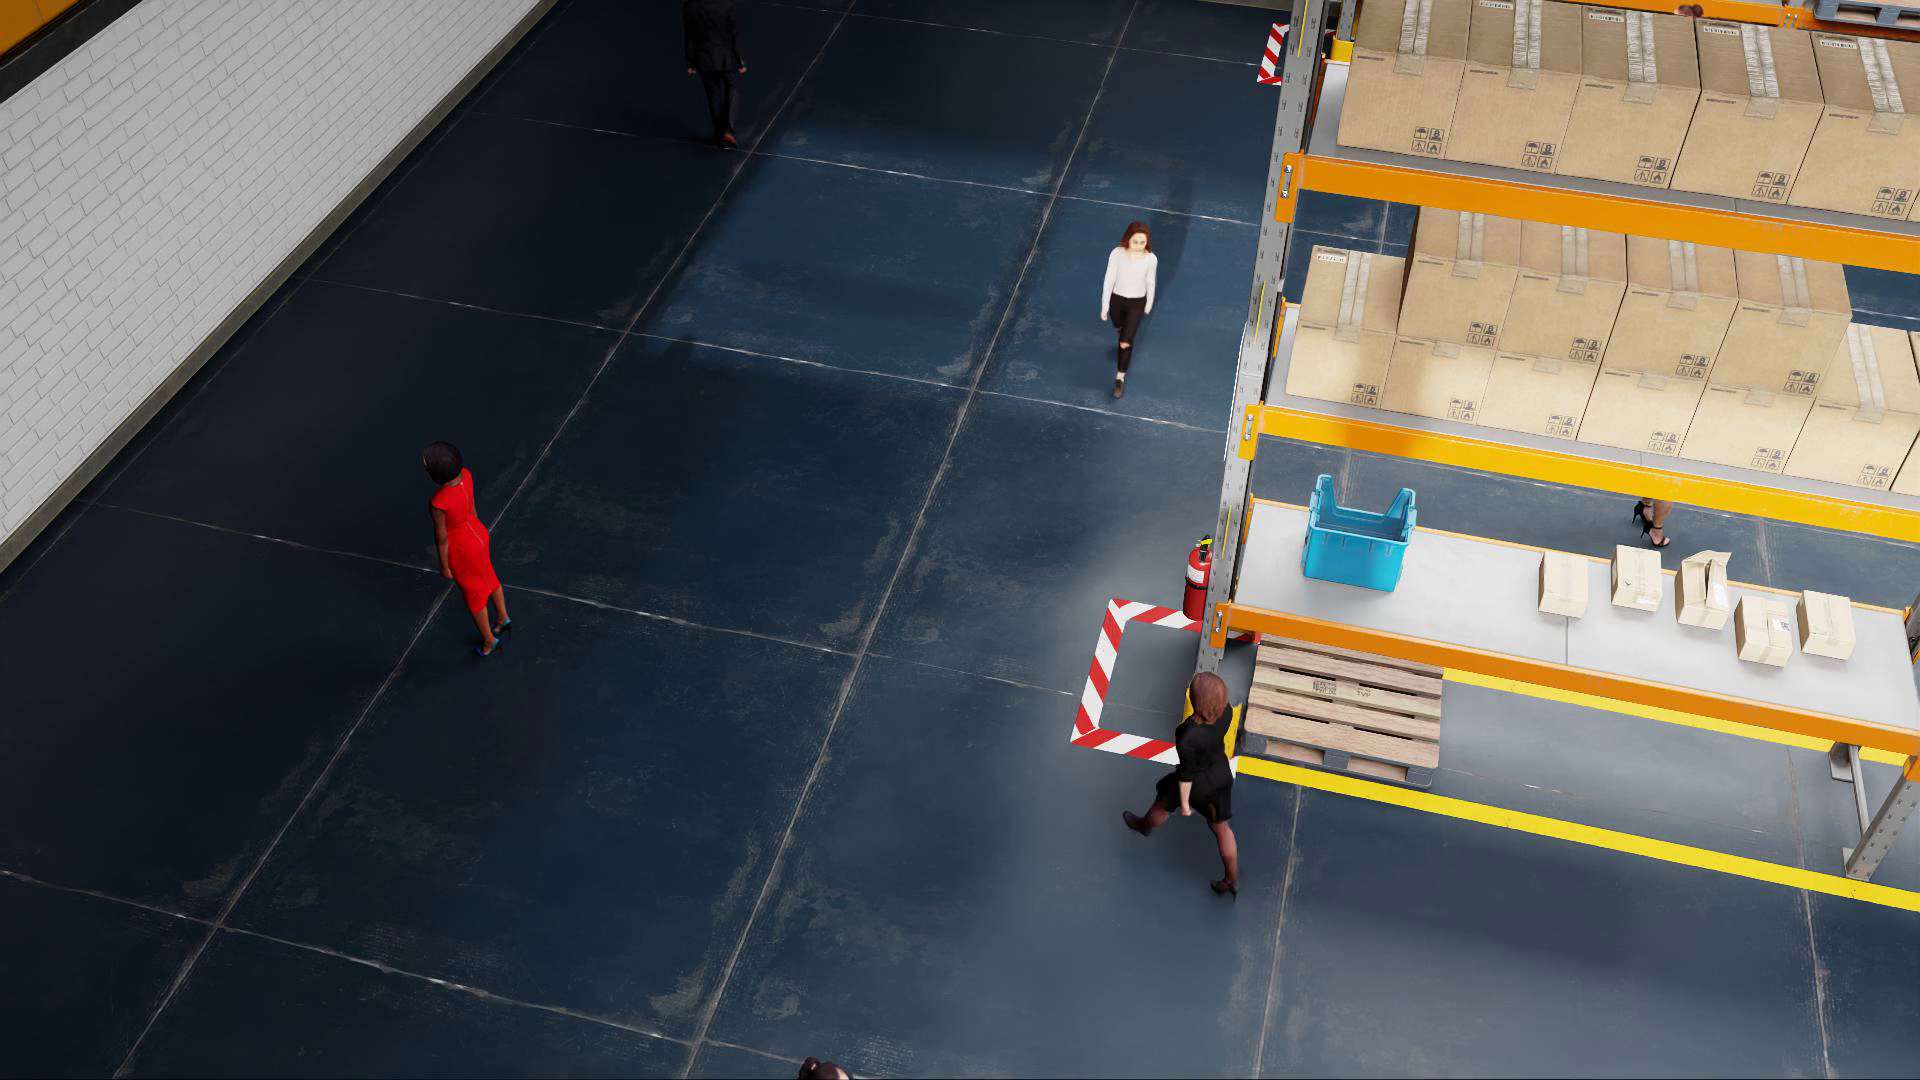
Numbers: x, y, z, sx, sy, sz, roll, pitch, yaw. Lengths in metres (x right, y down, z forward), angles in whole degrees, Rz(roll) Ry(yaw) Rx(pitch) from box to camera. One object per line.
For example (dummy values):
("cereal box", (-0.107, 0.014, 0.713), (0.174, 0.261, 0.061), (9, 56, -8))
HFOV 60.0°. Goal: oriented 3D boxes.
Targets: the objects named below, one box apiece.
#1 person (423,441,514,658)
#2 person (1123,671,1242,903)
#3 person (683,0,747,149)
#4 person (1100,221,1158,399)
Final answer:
("person", (-3.183, 0.068, 10.757), (0.485, 1.744, 0.547), (11, 45, 11))
("person", (1.429, 1.425, 9.399), (0.984, 1.651, 1.168), (-32, 52, -29))
("person", (-2.266, -4.409, 15.424), (0.843, 1.788, 0.894), (-1, 44, -1))
("person", (1.313, -1.906, 13.040), (0.936, 1.453, 0.619), (10, 45, 10))
